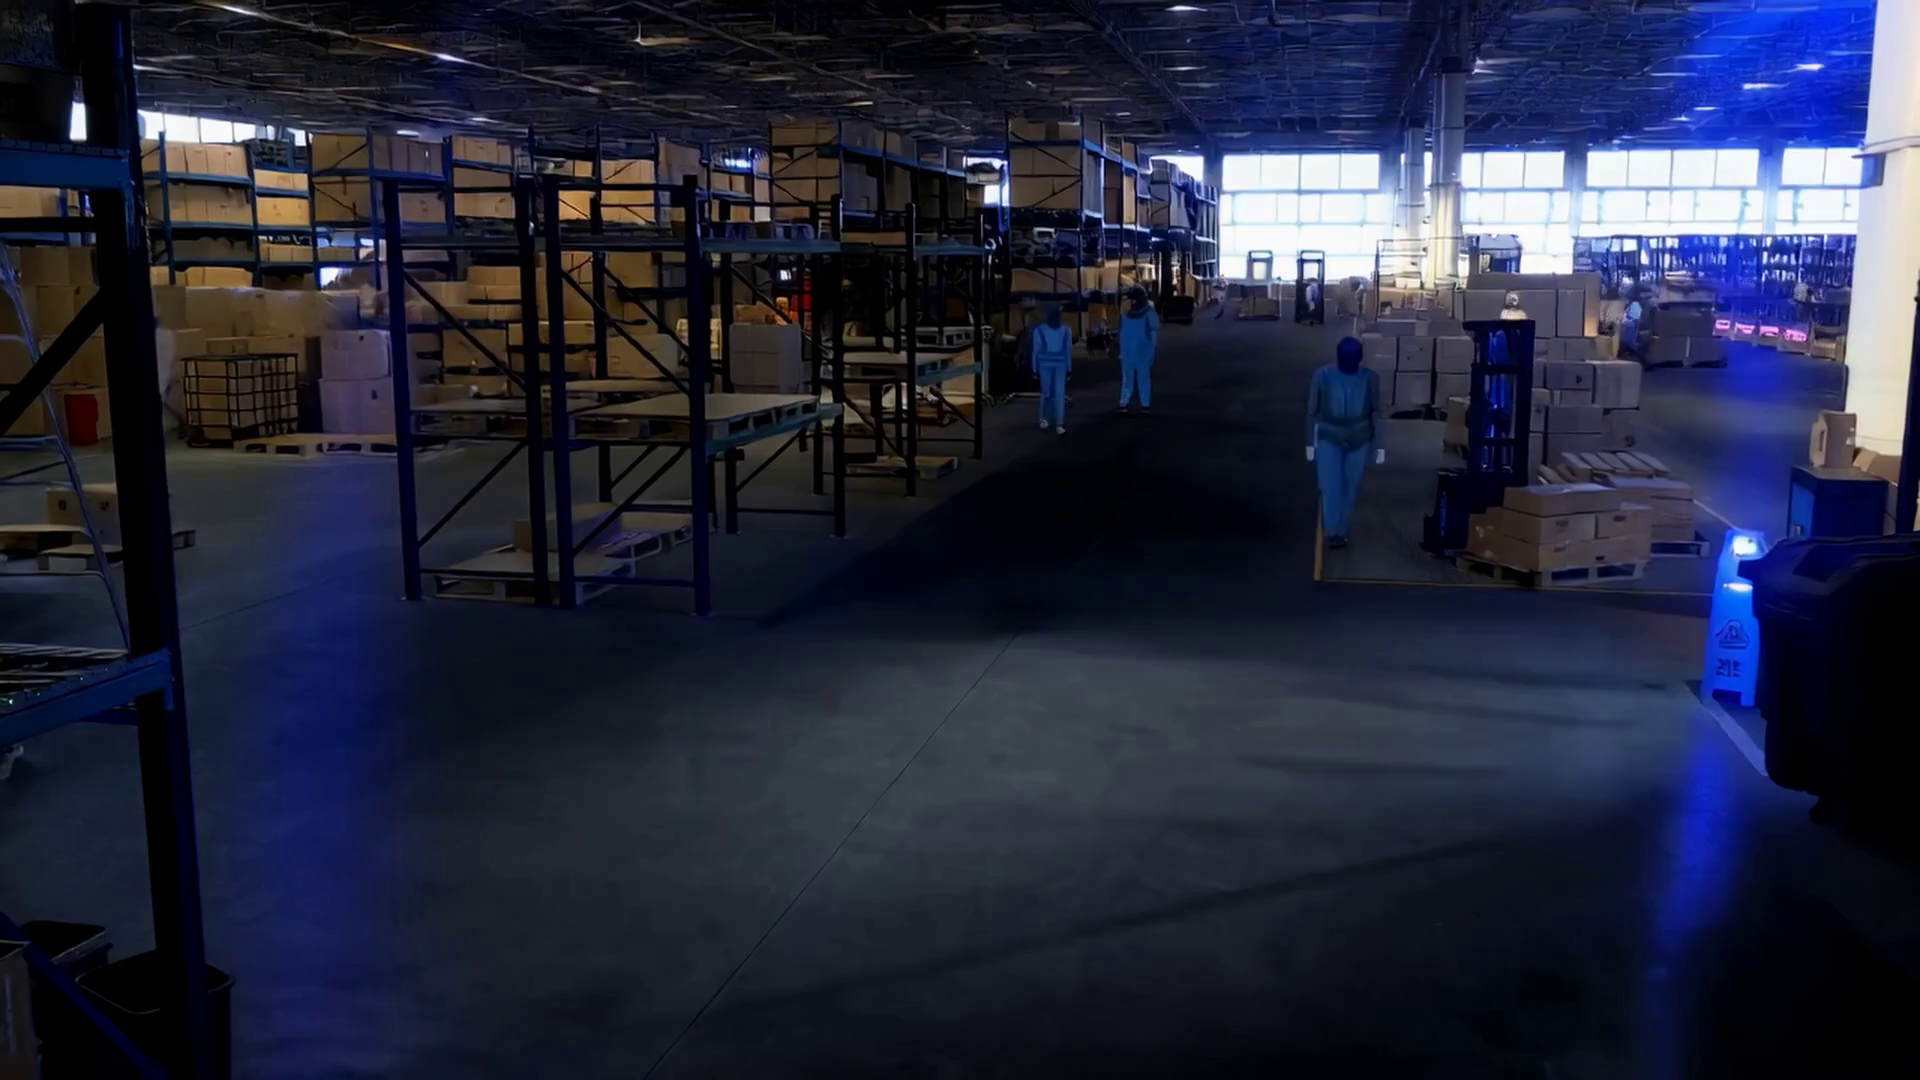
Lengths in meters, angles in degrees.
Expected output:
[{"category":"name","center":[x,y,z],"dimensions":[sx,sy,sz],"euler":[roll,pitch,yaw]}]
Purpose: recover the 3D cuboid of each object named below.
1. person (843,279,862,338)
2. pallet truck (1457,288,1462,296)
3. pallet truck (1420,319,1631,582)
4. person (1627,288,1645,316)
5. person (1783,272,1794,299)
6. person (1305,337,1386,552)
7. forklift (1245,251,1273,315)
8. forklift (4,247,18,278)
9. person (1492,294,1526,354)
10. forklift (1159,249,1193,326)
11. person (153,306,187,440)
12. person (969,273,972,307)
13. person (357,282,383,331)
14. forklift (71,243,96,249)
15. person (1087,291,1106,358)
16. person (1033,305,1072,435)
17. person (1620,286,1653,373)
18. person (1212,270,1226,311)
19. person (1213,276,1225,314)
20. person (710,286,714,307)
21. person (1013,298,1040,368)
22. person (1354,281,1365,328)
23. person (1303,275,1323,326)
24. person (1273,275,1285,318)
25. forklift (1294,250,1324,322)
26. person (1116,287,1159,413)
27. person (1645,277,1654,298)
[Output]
[{"category":"person","center":[-2.762,-5.513,41.526],"dimensions":[0.606,1.985,0.412],"euler":[-3,10,-19]},{"category":"pallet truck","center":[20.506,-9.785,68.819],"dimensions":[0.653,1.274,1.630],"euler":[2,10,12]},{"category":"pallet truck","center":[4.543,-0.757,13.299],"dimensions":[0.823,1.965,1.885],"euler":[-4,10,-22]},{"category":"person","center":[20.141,-6.708,49.660],"dimensions":[0.529,1.616,0.461],"euler":[5,11,25]},{"category":"person","center":[35.040,-10.354,70.330],"dimensions":[0.414,1.941,0.624],"euler":[-2,10,-11]},{"category":"person","center":[3.292,-0.807,14.128],"dimensions":[0.656,1.811,0.777],"euler":[0,10,1]},{"category":"forklift","center":[12.742,-10.889,70.687],"dimensions":[1.129,2.768,1.873],"euler":[2,10,12]},{"category":"forklift","center":[-27.153,-6.914,47.147],"dimensions":[1.129,2.768,1.873],"euler":[2,10,12]},{"category":"person","center":[10.077,-3.606,30.636],"dimensions":[0.548,1.830,0.928],"euler":[9,13,44]},{"category":"forklift","center":[7.646,-9.320,61.395],"dimensions":[1.873,2.768,1.129],"euler":[2,10,11]},{"category":"person","center":[-10.662,-2.205,22.199],"dimensions":[0.600,1.895,0.813],"euler":[3,10,18]},{"category":"person","center":[0.714,-13.053,86.426],"dimensions":[0.572,1.884,0.972],"euler":[2,10,11]},{"category":"person","center":[-14.738,-5.490,41.596],"dimensions":[0.587,1.911,0.397],"euler":[-5,11,-25]},{"category":"forklift","center":[-19.381,-5.265,37.381],"dimensions":[1.873,2.768,1.129],"euler":[2,10,12]},{"category":"person","center":[3.438,-5.413,41.813],"dimensions":[0.546,1.685,0.323],"euler":[6,12,33]},{"category":"person","center":[1.308,-2.459,23.877],"dimensions":[0.586,1.847,0.967],"euler":[-1,10,-8]},{"category":"person","center":[14.615,-4.552,36.053],"dimensions":[0.858,1.910,0.549],"euler":[1,10,6]},{"category":"person","center":[12.285,-11.846,79.018],"dimensions":[0.651,1.973,0.525],"euler":[2,10,12]},{"category":"person","center":[11.869,-11.245,76.241],"dimensions":[0.522,1.727,0.914],"euler":[2,10,12]},{"category":"person","center":[-6.548,-5.692,42.981],"dimensions":[0.430,1.845,0.624],"euler":[1,10,6]},{"category":"person","center":[1.581,-4.711,37.916],"dimensions":[0.885,1.591,0.528],"euler":[-7,12,-35]},{"category":"person","center":[14.349,-8.439,59.680],"dimensions":[0.532,1.697,0.319],"euler":[-8,12,-38]},{"category":"person","center":[13.232,-8.961,62.248],"dimensions":[1.017,1.880,0.559],"euler":[-4,10,-24]},{"category":"person","center":[13.443,-10.276,70.198],"dimensions":[0.404,1.826,0.591],"euler":[-7,12,-35]},{"category":"forklift","center":[13.778,-10.002,65.433],"dimensions":[1.129,2.768,1.873],"euler":[2,10,12]},{"category":"person","center":[2.842,-3.079,26.921],"dimensions":[0.674,2.000,0.535],"euler":[5,11,28]},{"category":"person","center":[27.256,-9.489,65.709],"dimensions":[0.481,1.747,0.554],"euler":[0,10,0]}]
